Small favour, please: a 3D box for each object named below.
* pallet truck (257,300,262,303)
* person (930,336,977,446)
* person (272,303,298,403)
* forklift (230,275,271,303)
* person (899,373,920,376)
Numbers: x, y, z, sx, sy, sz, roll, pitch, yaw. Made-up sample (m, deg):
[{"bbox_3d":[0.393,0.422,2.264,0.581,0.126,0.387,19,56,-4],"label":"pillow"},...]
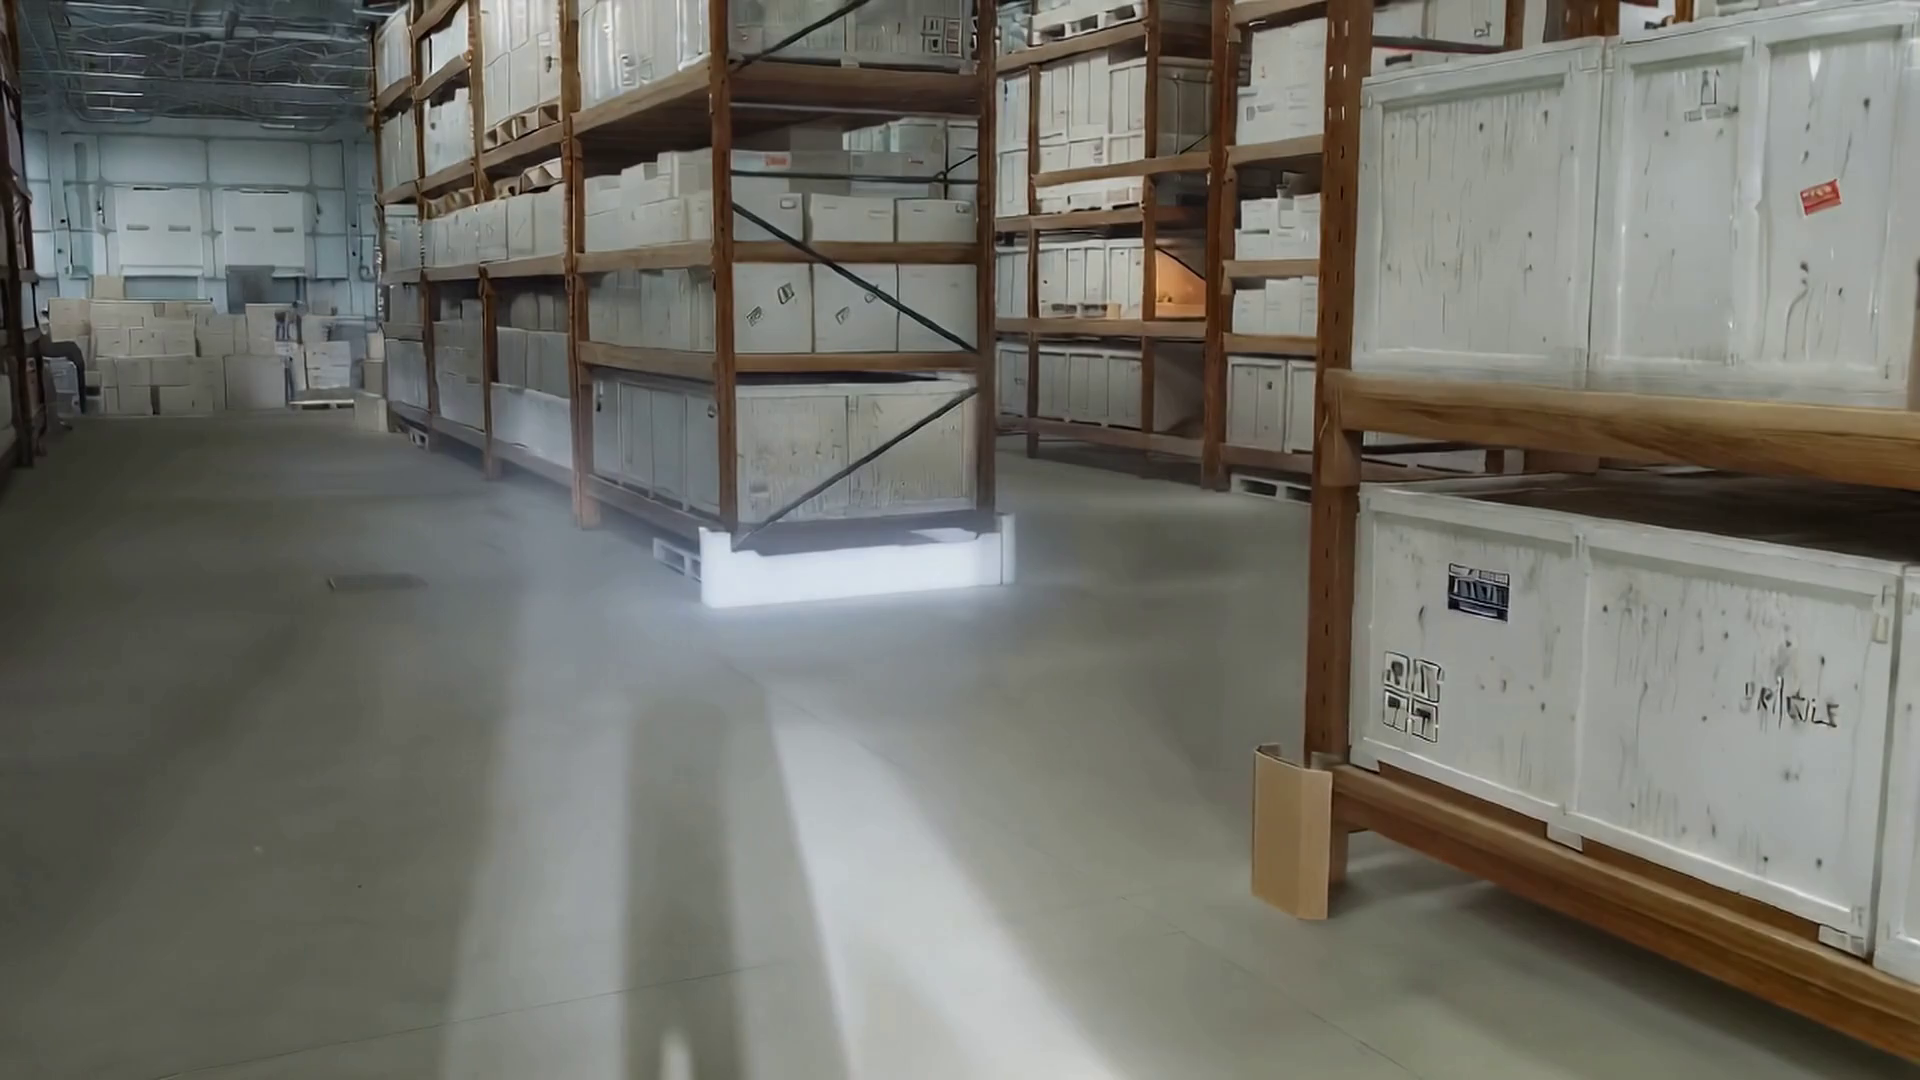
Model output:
[{"bbox_3d":[-23.913,-7.404,58.171,1.885,1.965,0.823,-1,8,-9],"label":"pallet truck"},{"bbox_3d":[-0.031,-1.684,19.079,0.656,1.898,0.521,-1,8,-10],"label":"person"},{"bbox_3d":[-13.158,-3.633,32.374,0.547,1.937,0.379,6,10,37],"label":"person"},{"bbox_3d":[-17.379,-5.329,40.839,1.129,2.768,1.873,-4,9,-26],"label":"forklift"},{"bbox_3d":[-0.580,-1.074,15.549,0.539,1.695,0.319,5,10,31],"label":"person"}]
